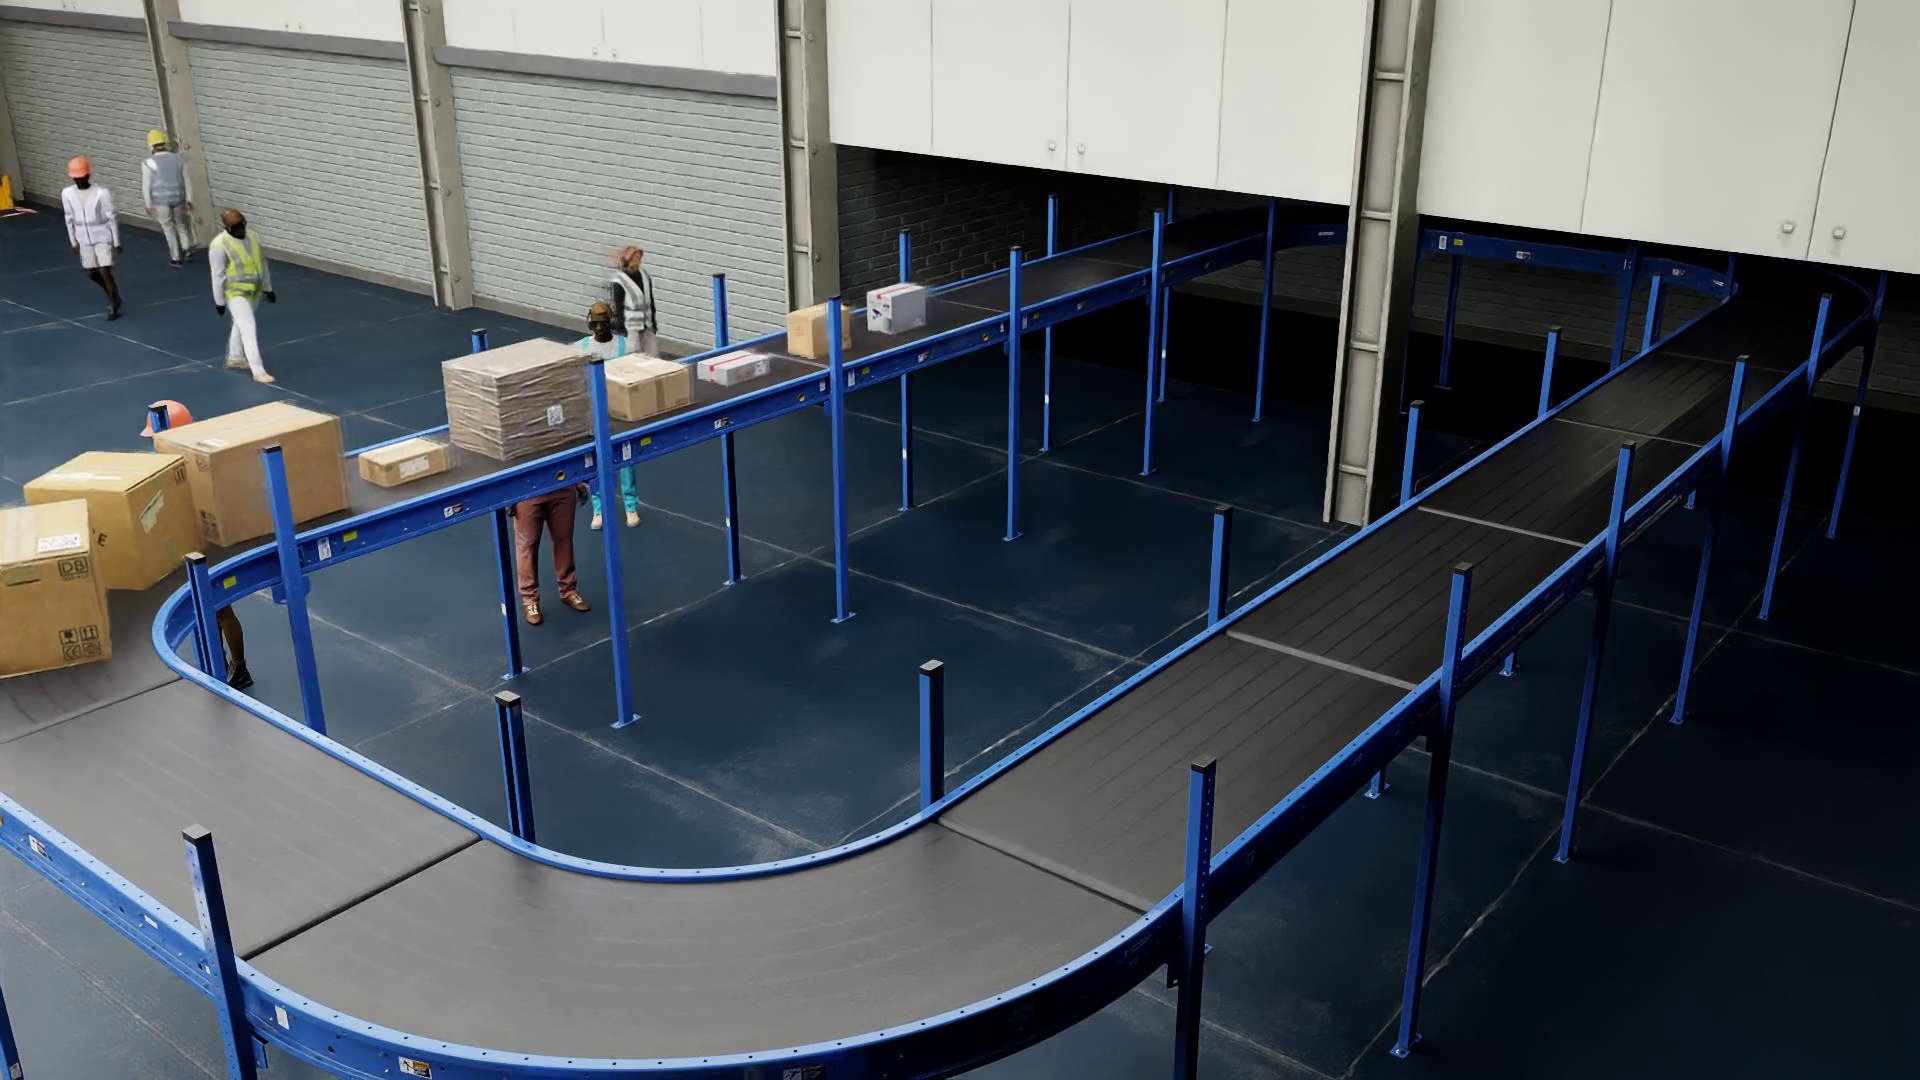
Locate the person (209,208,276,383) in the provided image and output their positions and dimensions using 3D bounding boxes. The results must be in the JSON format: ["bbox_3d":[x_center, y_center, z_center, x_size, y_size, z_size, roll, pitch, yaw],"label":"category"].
[{"bbox_3d":[-7.496,-2.558,17.254,0.821,1.804,0.638,6,22,15],"label":"person"}]

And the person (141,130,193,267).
[{"bbox_3d":[-10.646,-4.576,22.329,0.427,1.817,0.620,16,27,36],"label":"person"}]

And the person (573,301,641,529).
[{"bbox_3d":[-2.779,-0.986,13.176,0.518,1.844,0.332,-4,22,-11],"label":"person"}]

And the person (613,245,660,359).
[{"bbox_3d":[-3.205,-2.092,16.278,0.451,1.623,0.536,11,24,25],"label":"person"}]

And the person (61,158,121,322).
[{"bbox_3d":[-10.210,-3.586,19.681,0.552,1.919,0.697,-2,22,-5],"label":"person"}]

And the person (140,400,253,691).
[{"bbox_3d":[-4.785,0.059,10.397,0.553,1.935,0.364,17,27,36],"label":"person"}]

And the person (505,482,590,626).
[{"bbox_3d":[-2.878,-0.368,11.521,0.640,1.911,0.410,-15,26,-34],"label":"person"}]
